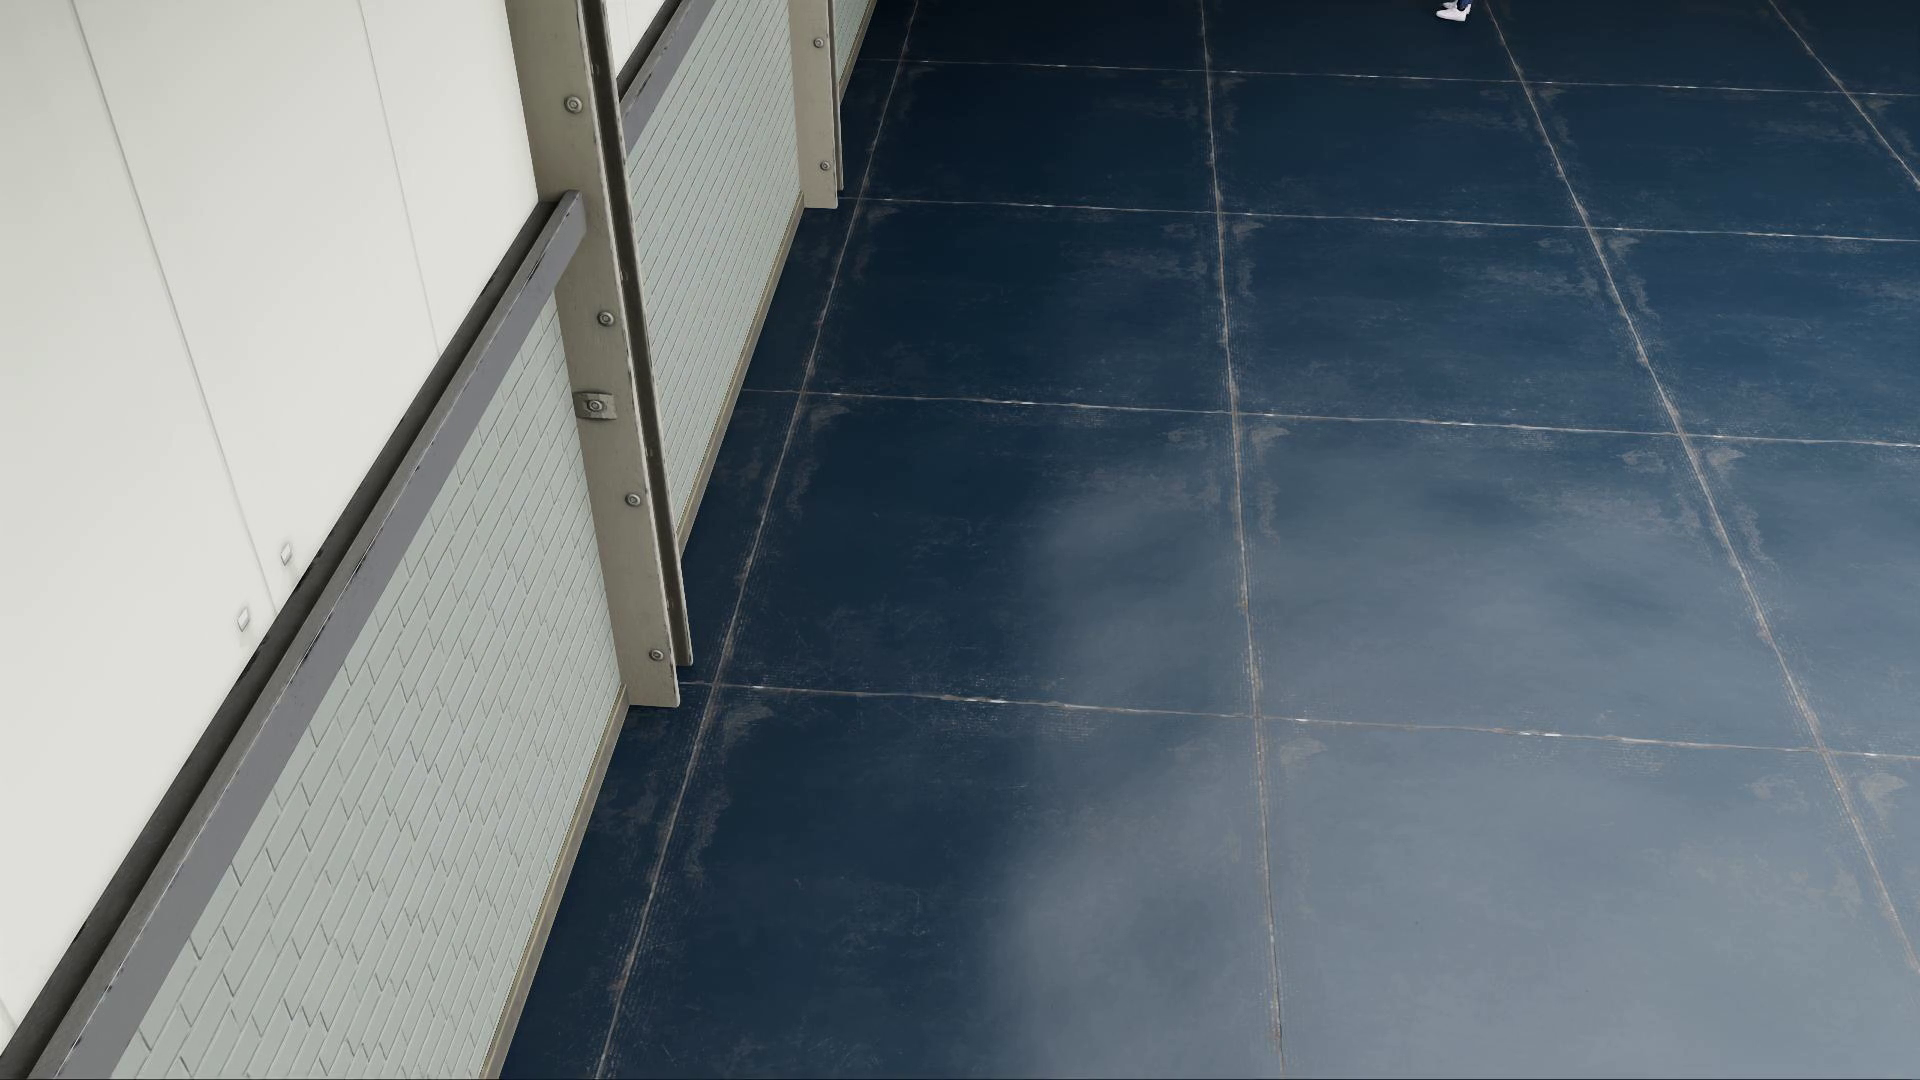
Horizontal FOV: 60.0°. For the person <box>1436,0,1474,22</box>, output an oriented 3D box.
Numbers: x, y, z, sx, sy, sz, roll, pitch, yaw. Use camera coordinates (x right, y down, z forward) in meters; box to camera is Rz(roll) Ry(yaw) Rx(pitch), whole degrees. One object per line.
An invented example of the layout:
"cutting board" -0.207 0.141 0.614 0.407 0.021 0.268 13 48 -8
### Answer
"person" 5.170 -6.174 16.694 0.845 1.864 0.696 19 42 23
